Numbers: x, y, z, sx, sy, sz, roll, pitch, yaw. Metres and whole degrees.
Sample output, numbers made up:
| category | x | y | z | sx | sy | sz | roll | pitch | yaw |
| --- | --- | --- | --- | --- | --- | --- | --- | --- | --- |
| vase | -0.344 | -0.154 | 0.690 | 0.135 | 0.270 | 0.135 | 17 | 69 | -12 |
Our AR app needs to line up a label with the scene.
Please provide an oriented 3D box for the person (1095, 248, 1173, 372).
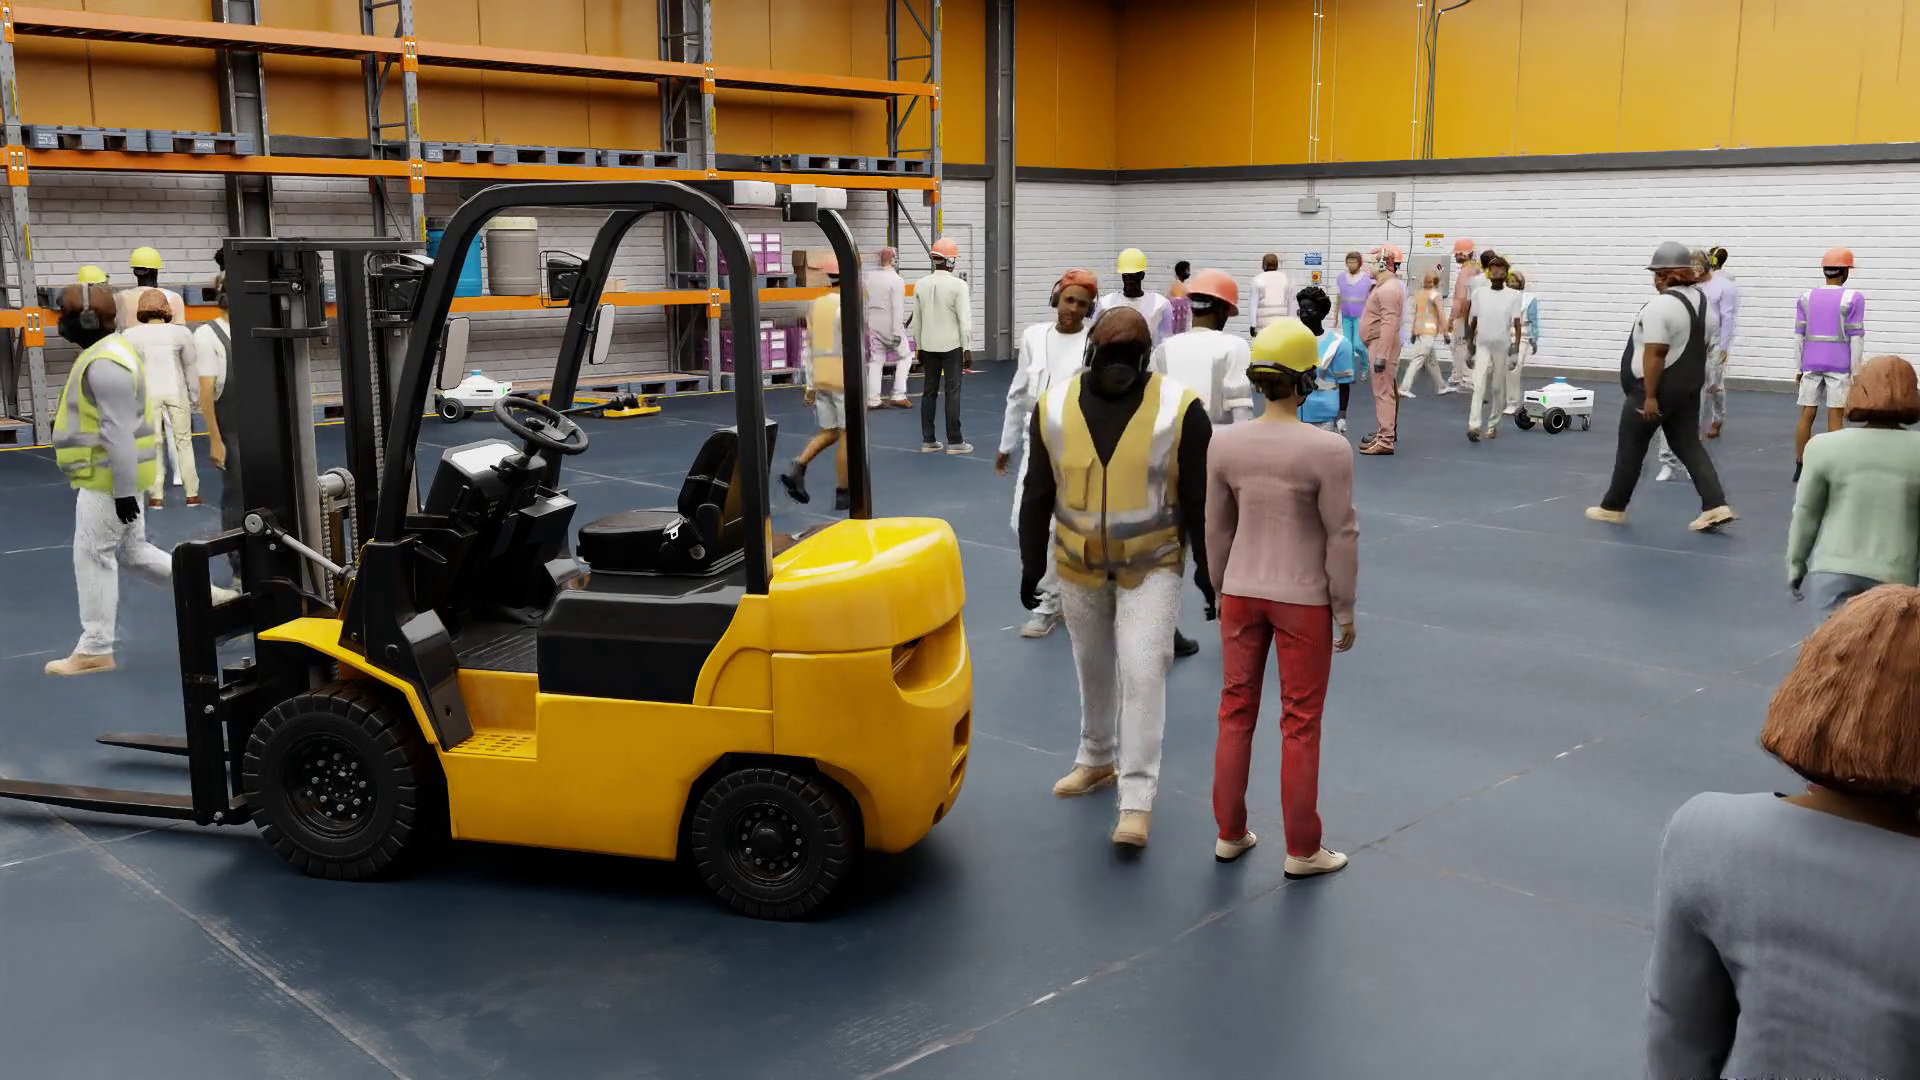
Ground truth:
| category | x | y | z | sx | sy | sz | roll | pitch | yaw |
| --- | --- | --- | --- | --- | --- | --- | --- | --- | --- |
| person | 1.286 | -1.213 | 12.470 | 0.594 | 1.924 | 0.382 | 2 | 11 | 12 |

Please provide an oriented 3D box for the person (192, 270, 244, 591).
| category | x | y | z | sx | sy | sz | roll | pitch | yaw |
| --- | --- | --- | --- | --- | --- | --- | --- | --- | --- |
| person | -4.088 | -0.622 | 9.483 | 0.391 | 1.843 | 0.532 | 4 | 11 | 22 |

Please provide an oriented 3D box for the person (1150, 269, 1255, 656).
| category | x | y | z | sx | sy | sz | roll | pitch | yaw |
| --- | --- | --- | --- | --- | --- | --- | --- | --- | --- |
| person | 1.224 | -0.381 | 8.146 | 0.624 | 1.846 | 1.019 | 7 | 12 | 33 |

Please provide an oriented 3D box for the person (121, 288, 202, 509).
| category | x | y | z | sx | sy | sz | roll | pitch | yaw |
| --- | --- | --- | --- | --- | --- | --- | --- | --- | --- |
| person | -5.918 | -1.044 | 12.348 | 0.499 | 1.633 | 0.279 | -5 | 12 | -25 |

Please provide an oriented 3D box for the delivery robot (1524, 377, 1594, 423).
| category | x | y | z | sx | sy | sz | roll | pitch | yaw |
| --- | --- | --- | --- | --- | --- | --- | --- | --- | --- |
| delivery robot | 6.203 | -1.444 | 17.219 | 0.707 | 0.478 | 0.477 | -4 | 11 | -23 |

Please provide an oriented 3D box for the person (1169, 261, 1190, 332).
| category | x | y | z | sx | sy | sz | roll | pitch | yaw |
| --- | --- | --- | --- | --- | --- | --- | --- | --- | --- |
| person | 3.214 | -3.273 | 24.470 | 0.899 | 1.644 | 0.543 | 3 | 11 | 16 |

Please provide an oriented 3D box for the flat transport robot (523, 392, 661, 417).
| category | x | y | z | sx | sy | sz | roll | pitch | yaw |
| --- | --- | --- | --- | --- | --- | --- | --- | --- | --- |
| flat transport robot | -4.170 | -1.548 | 18.812 | 1.431 | 0.197 | 0.652 | 5 | 11 | 25 |

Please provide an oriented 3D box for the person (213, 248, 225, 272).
| category | x | y | z | sx | sy | sz | roll | pitch | yaw |
| --- | --- | --- | --- | --- | --- | --- | --- | --- | --- |
| person | -5.407 | -1.261 | 12.642 | 0.381 | 1.958 | 0.602 | -3 | 11 | -18 |

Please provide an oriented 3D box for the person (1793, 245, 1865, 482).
| category | x | y | z | sx | sy | sz | roll | pitch | yaw |
| --- | --- | --- | --- | --- | --- | --- | --- | --- | --- |
| person | 7.077 | -1.418 | 13.552 | 0.353 | 1.941 | 0.543 | -8 | 13 | -38 |

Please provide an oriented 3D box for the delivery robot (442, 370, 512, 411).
| category | x | y | z | sx | sy | sz | roll | pitch | yaw |
| --- | --- | --- | --- | --- | --- | --- | --- | --- | --- |
| delivery robot | -5.254 | -1.607 | 18.108 | 0.707 | 0.478 | 0.477 | 0 | 10 | -1 |

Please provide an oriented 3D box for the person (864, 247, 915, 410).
| category | x | y | z | sx | sy | sz | roll | pitch | yaw |
| --- | --- | --- | --- | --- | --- | --- | --- | --- | --- |
| person | -0.796 | -2.449 | 19.330 | 0.665 | 1.883 | 0.675 | 10 | 14 | 43 |

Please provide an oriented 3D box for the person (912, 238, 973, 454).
| category | x | y | z | sx | sy | sz | roll | pitch | yaw |
| --- | --- | --- | --- | --- | --- | --- | --- | --- | --- |
| person | -0.148 | -1.796 | 15.459 | 0.622 | 1.993 | 0.382 | 7 | 12 | 32 |

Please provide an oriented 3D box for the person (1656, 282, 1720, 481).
| category | x | y | z | sx | sy | sz | roll | pitch | yaw |
| --- | --- | --- | --- | --- | --- | --- | --- | --- | --- |
| person | 5.932 | -1.328 | 13.649 | 0.522 | 1.725 | 0.383 | 8 | 13 | 36 |

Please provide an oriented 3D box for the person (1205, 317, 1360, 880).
| category | x | y | z | sx | sy | sz | roll | pitch | yaw |
| --- | --- | --- | --- | --- | --- | --- | --- | --- | --- |
| person | 1.012 | 0.188 | 5.260 | 0.525 | 1.772 | 0.301 | 8 | 13 | 38 |

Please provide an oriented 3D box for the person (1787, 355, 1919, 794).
| category | x | y | z | sx | sy | sz | roll | pitch | yaw |
| --- | --- | --- | --- | --- | --- | --- | --- | --- | --- |
| person | 3.308 | 0.127 | 6.069 | 0.524 | 1.594 | 0.772 | 6 | 12 | 30 |

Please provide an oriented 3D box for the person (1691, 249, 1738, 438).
| category | x | y | z | sx | sy | sz | roll | pitch | yaw |
| --- | --- | --- | --- | --- | --- | --- | --- | --- | --- |
| person | 7.310 | -1.902 | 16.326 | 0.634 | 1.899 | 0.970 | 10 | 14 | 43 |

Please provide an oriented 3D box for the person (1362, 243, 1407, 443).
| category | x | y | z | sx | sy | sz | roll | pitch | yaw |
| --- | --- | --- | --- | --- | --- | --- | --- | --- | --- |
| person | 4.140 | -1.901 | 16.182 | 0.348 | 1.942 | 0.548 | 5 | 12 | 26 |

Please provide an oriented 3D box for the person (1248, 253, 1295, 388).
| category | x | y | z | sx | sy | sz | roll | pitch | yaw |
| --- | --- | --- | --- | --- | --- | --- | --- | --- | --- |
| person | 4.068 | -2.839 | 21.736 | 0.632 | 1.795 | 0.982 | -2 | 11 | -10 |

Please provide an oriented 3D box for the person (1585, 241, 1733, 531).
| category | x | y | z | sx | sy | sz | roll | pitch | yaw |
| --- | --- | --- | --- | --- | --- | --- | --- | --- | --- |
| person | 4.904 | -1.082 | 11.445 | 0.692 | 2.000 | 1.010 | -7 | 12 | -32 |

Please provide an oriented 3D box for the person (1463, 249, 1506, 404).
| category | x | y | z | sx | sy | sz | roll | pitch | yaw |
| --- | --- | --- | --- | --- | --- | --- | --- | --- | --- |
| person | 6.206 | -2.510 | 19.726 | 0.510 | 1.858 | 0.561 | -10 | 14 | -42 |

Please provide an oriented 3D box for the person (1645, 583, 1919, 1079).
| category | x | y | z | sx | sy | sz | roll | pitch | yaw |
| --- | --- | --- | --- | --- | --- | --- | --- | --- | --- |
| person | 1.051 | 0.865 | 1.994 | 0.370 | 1.637 | 0.502 | -7 | 13 | -34 |

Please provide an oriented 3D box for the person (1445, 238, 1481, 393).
| category | x | y | z | sx | sy | sz | roll | pitch | yaw |
| --- | --- | --- | --- | --- | --- | --- | --- | --- | --- |
| person | 6.361 | -2.871 | 21.350 | 0.623 | 1.978 | 0.653 | 6 | 12 | 29 |

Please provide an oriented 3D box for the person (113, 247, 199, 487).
| category | x | y | z | sx | sy | sz | roll | pitch | yaw |
| --- | --- | --- | --- | --- | --- | --- | --- | --- | --- |
| person | -6.476 | -1.377 | 13.362 | 0.585 | 1.928 | 0.378 | -1 | 10 | -6 |

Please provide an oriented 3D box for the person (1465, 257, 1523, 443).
| category | x | y | z | sx | sy | sz | roll | pitch | yaw |
| --- | --- | --- | --- | --- | --- | --- | --- | --- | --- |
| person | 5.201 | -1.848 | 16.261 | 0.532 | 1.803 | 0.997 | 4 | 11 | 23 |

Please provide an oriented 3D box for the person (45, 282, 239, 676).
| category | x | y | z | sx | sy | sz | roll | pitch | yaw |
| --- | --- | --- | --- | --- | --- | --- | --- | --- | --- |
| person | -3.872 | -0.291 | 7.763 | 0.782 | 1.819 | 0.632 | -5 | 11 | -25 |

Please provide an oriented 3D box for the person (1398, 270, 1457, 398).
| category | x | y | z | sx | sy | sz | roll | pitch | yaw |
| --- | --- | --- | --- | --- | --- | --- | --- | --- | --- |
| person | 5.861 | -2.564 | 20.780 | 0.906 | 1.587 | 0.521 | -3 | 11 | -15 |

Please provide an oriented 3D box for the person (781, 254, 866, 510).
| category | x | y | z | sx | sy | sz | roll | pitch | yaw |
| --- | --- | --- | --- | --- | --- | --- | --- | --- | --- |
| person | -0.959 | -1.153 | 12.187 | 0.556 | 1.921 | 0.635 | 10 | 14 | 44 |

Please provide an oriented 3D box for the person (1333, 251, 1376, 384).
| category | x | y | z | sx | sy | sz | roll | pitch | yaw |
| --- | --- | --- | --- | --- | --- | --- | --- | --- | --- |
| person | 5.357 | -3.006 | 22.568 | 0.567 | 1.818 | 0.462 | 9 | 14 | 41 |

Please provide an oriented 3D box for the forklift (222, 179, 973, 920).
| category | x | y | z | sx | sy | sz | roll | pitch | yaw |
| --- | --- | --- | --- | --- | --- | --- | --- | --- | --- |
| forklift | -1.114 | -0.058 | 5.440 | 2.313 | 2.155 | 1.214 | 2 | 11 | 13 |

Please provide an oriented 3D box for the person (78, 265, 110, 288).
| category | x | y | z | sx | sy | sz | roll | pitch | yaw |
| --- | --- | --- | --- | --- | --- | --- | --- | --- | --- |
| person | -7.475 | -1.501 | 14.490 | 0.523 | 1.765 | 0.316 | 9 | 14 | 42 |

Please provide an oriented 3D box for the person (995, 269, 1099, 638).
| category | x | y | z | sx | sy | sz | roll | pitch | yaw |
| --- | --- | --- | --- | --- | --- | --- | --- | --- | --- |
| person | 0.504 | -0.438 | 8.442 | 0.661 | 1.857 | 0.559 | 8 | 13 | 39 |

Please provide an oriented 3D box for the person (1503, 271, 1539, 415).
| category | x | y | z | sx | sy | sz | roll | pitch | yaw |
| --- | --- | --- | --- | --- | --- | --- | --- | --- | --- |
| person | 6.189 | -2.212 | 18.726 | 0.590 | 1.617 | 0.546 | -10 | 14 | -43 |

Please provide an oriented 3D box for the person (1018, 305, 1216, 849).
| category | x | y | z | sx | sy | sz | roll | pitch | yaw |
| --- | --- | --- | --- | --- | --- | --- | --- | --- | --- |
| person | 0.520 | 0.111 | 5.631 | 0.711 | 1.786 | 0.906 | 4 | 11 | 20 |

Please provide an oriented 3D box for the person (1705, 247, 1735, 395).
| category | x | y | z | sx | sy | sz | roll | pitch | yaw |
| --- | --- | --- | --- | --- | --- | --- | --- | --- | --- |
| person | 9.557 | -2.772 | 21.119 | 0.533 | 1.872 | 0.315 | -3 | 11 | -17 |

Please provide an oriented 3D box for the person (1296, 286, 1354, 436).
| category | x | y | z | sx | sy | sz | roll | pitch | yaw |
| --- | --- | --- | --- | --- | --- | --- | --- | --- | --- |
| person | 2.281 | -0.797 | 10.825 | 0.538 | 1.695 | 0.319 | 7 | 13 | 35 |

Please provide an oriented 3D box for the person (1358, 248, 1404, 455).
| category | x | y | z | sx | sy | sz | roll | pitch | yaw |
| --- | --- | --- | --- | --- | --- | --- | --- | --- | --- |
| person | 3.885 | -1.740 | 15.400 | 0.401 | 1.907 | 0.648 | 3 | 11 | 15 |
